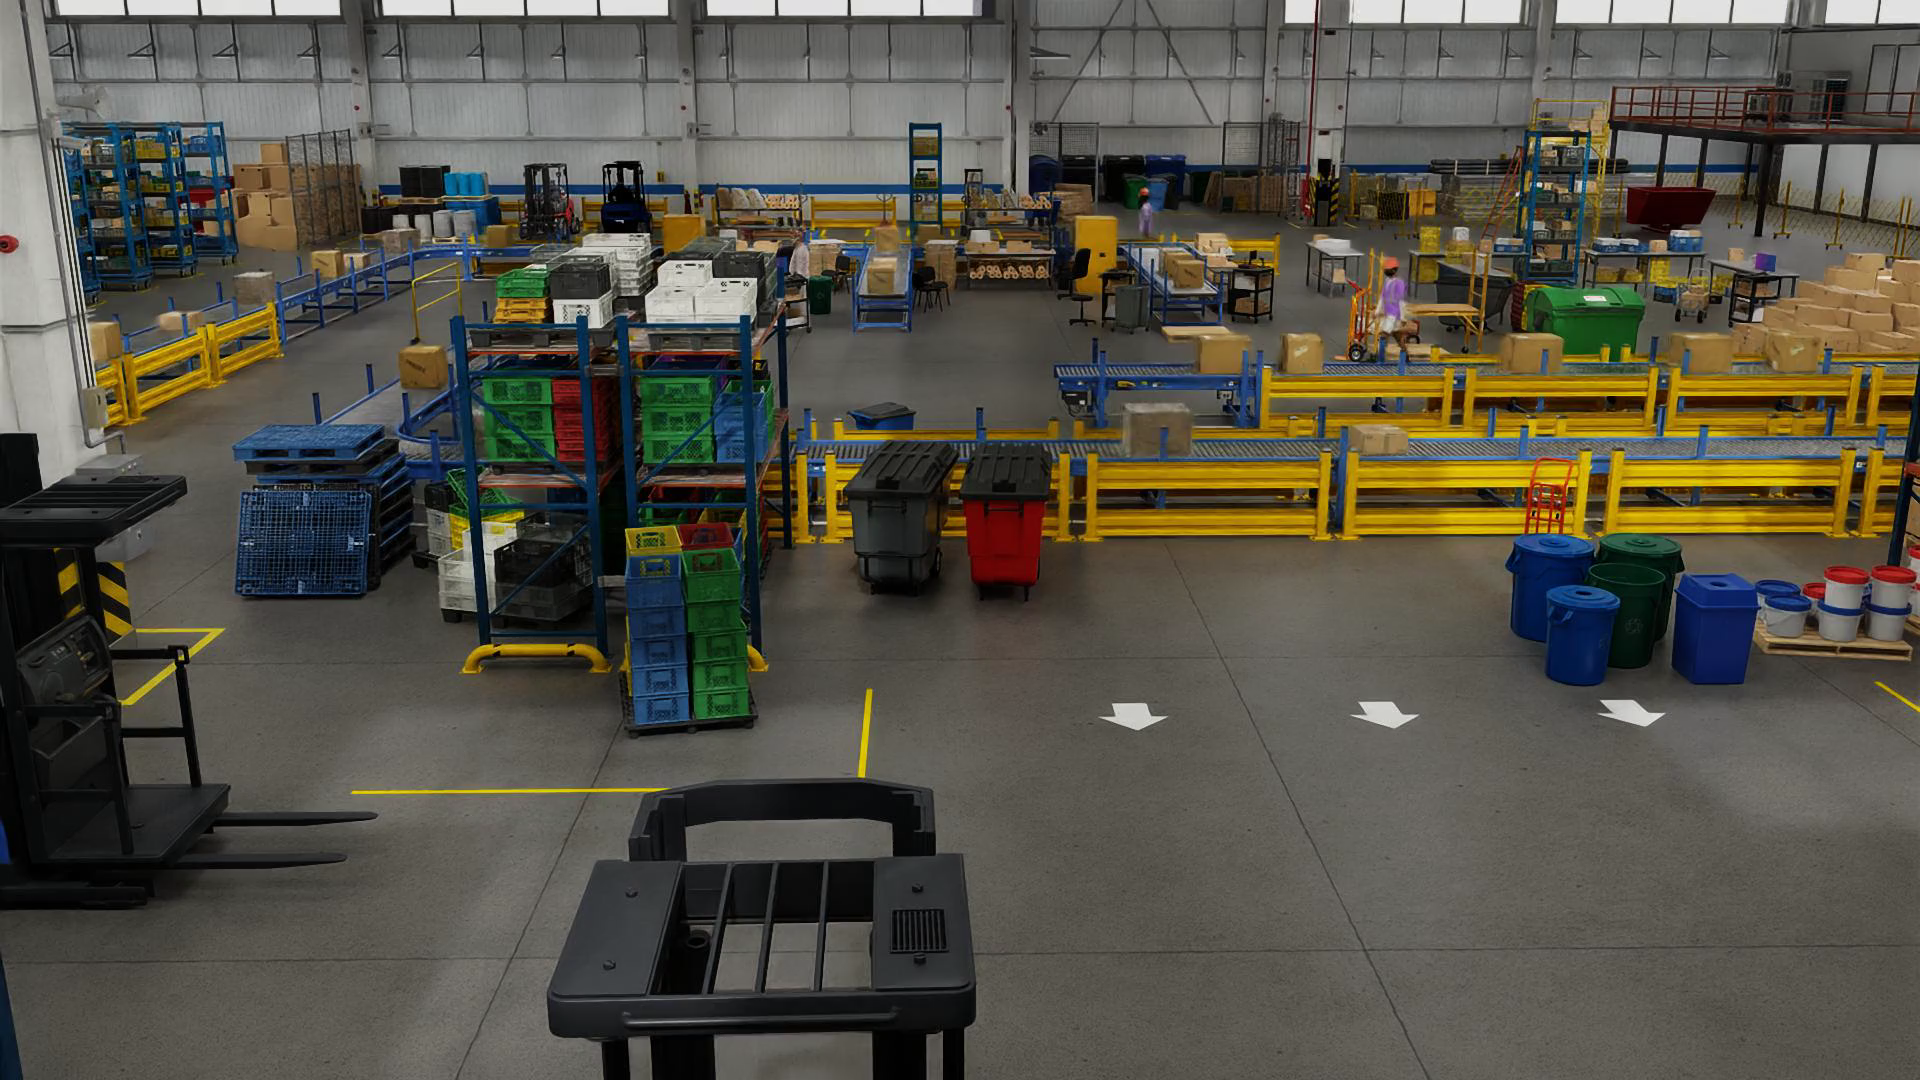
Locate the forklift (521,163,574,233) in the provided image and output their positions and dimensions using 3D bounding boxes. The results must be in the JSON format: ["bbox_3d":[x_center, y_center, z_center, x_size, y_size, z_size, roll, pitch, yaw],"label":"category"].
[{"bbox_3d":[-12.233,-10.122,49.298,1.157,1.987,2.680,0,16,-1],"label":"forklift"}]

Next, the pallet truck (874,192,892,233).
[{"bbox_3d":[-2.277,-9.986,50.594,0.653,1.274,1.630,0,16,-1],"label":"pallet truck"}]

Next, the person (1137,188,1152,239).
[{"bbox_3d":[4.726,-7.825,41.807,0.785,2.025,0.613,3,16,10],"label":"person"}]

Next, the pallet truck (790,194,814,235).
[{"bbox_3d":[-4.814,-9.883,50.259,0.704,1.261,1.522,-1,16,-3],"label":"pallet truck"}]

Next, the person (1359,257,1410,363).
[{"bbox_3d":[7.297,-3.848,28.235,0.976,1.880,0.541,-2,16,-8],"label":"person"}]

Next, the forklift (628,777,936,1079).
[{"bbox_3d":[-0.542,2.165,5.552,1.129,2.768,1.873,-1,16,-2],"label":"forklift"}]

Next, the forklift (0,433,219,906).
[{"bbox_3d":[-5.952,0.780,10.366,1.873,2.768,1.129,0,16,-1],"label":"forklift"}]

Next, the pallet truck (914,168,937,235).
[{"bbox_3d":[-0.989,-10.316,50.507,0.823,1.965,1.885,1,16,3],"label":"pallet truck"}]

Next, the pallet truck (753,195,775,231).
[{"bbox_3d":[-6.051,-9.967,50.660,0.680,1.201,1.601,0,16,-1],"label":"pallet truck"}]

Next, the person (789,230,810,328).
[{"bbox_3d":[-3.149,-5.106,32.582,0.395,1.899,0.645,0,16,-1],"label":"person"}]

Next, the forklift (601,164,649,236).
[{"bbox_3d":[-9.948,-10.127,49.296,1.157,1.987,2.680,-1,16,-3],"label":"forklift"}]

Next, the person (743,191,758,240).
[{"bbox_3d":[-5.592,-8.560,44.879,0.927,1.719,0.539,-9,18,-28],"label":"person"}]

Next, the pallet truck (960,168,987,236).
[{"bbox_3d":[0.383,-10.230,50.206,0.823,1.965,1.885,-1,16,-3],"label":"pallet truck"}]
